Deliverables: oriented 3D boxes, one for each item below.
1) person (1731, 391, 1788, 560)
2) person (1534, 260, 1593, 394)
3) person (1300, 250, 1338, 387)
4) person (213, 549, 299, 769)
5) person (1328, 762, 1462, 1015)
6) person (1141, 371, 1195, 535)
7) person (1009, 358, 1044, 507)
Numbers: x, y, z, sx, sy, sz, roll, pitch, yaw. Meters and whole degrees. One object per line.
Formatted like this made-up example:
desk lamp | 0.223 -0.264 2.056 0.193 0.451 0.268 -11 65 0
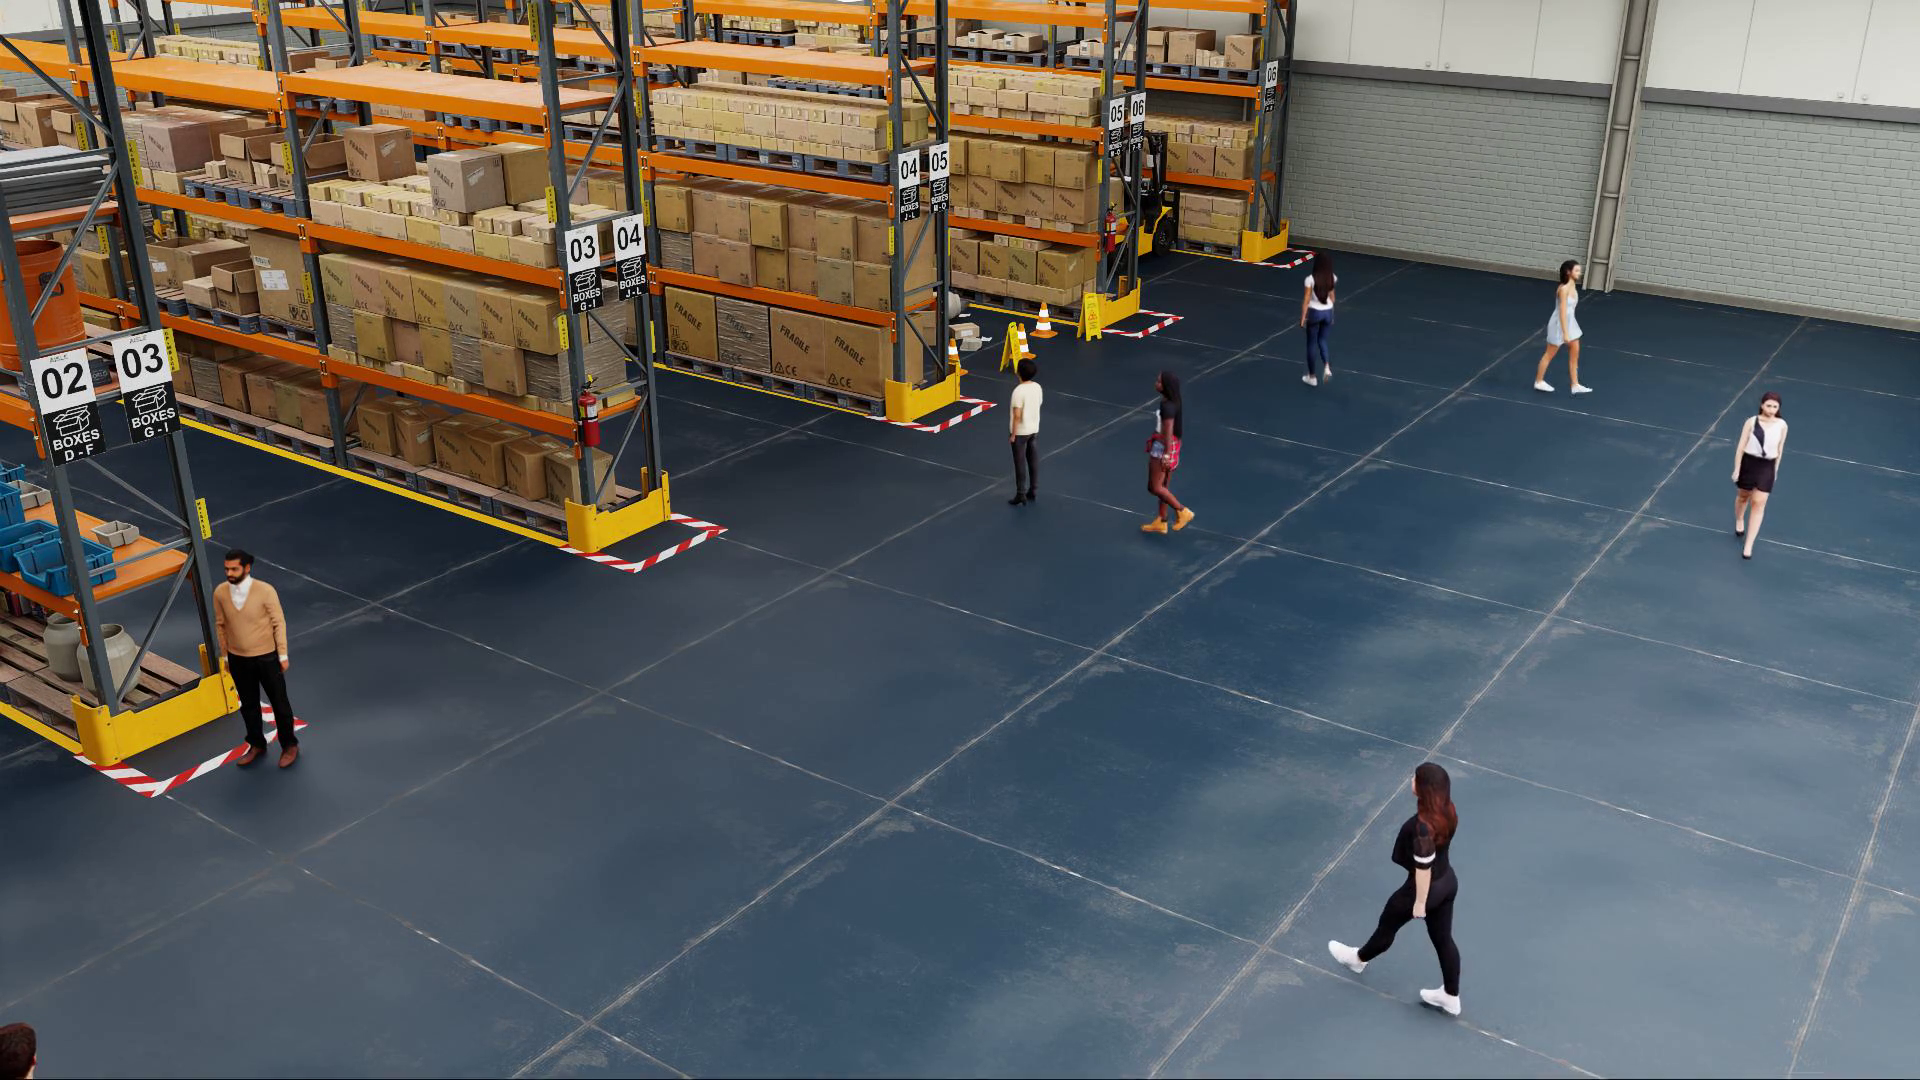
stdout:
person | 7.788 -0.674 16.314 1.068 1.603 0.828 7 24 17
person | 7.472 -2.672 20.881 0.955 1.704 0.652 19 29 37
person | 4.596 -2.783 21.069 0.794 1.761 0.865 -8 24 -17
person | -5.286 0.872 12.486 0.703 1.753 0.812 1 23 2
person | 2.829 2.090 9.818 1.073 1.599 0.648 17 28 34
person | 2.131 -0.843 16.567 0.892 1.716 0.792 3 23 6
person | 0.682 -1.136 17.420 0.530 1.588 0.624 21 31 40
